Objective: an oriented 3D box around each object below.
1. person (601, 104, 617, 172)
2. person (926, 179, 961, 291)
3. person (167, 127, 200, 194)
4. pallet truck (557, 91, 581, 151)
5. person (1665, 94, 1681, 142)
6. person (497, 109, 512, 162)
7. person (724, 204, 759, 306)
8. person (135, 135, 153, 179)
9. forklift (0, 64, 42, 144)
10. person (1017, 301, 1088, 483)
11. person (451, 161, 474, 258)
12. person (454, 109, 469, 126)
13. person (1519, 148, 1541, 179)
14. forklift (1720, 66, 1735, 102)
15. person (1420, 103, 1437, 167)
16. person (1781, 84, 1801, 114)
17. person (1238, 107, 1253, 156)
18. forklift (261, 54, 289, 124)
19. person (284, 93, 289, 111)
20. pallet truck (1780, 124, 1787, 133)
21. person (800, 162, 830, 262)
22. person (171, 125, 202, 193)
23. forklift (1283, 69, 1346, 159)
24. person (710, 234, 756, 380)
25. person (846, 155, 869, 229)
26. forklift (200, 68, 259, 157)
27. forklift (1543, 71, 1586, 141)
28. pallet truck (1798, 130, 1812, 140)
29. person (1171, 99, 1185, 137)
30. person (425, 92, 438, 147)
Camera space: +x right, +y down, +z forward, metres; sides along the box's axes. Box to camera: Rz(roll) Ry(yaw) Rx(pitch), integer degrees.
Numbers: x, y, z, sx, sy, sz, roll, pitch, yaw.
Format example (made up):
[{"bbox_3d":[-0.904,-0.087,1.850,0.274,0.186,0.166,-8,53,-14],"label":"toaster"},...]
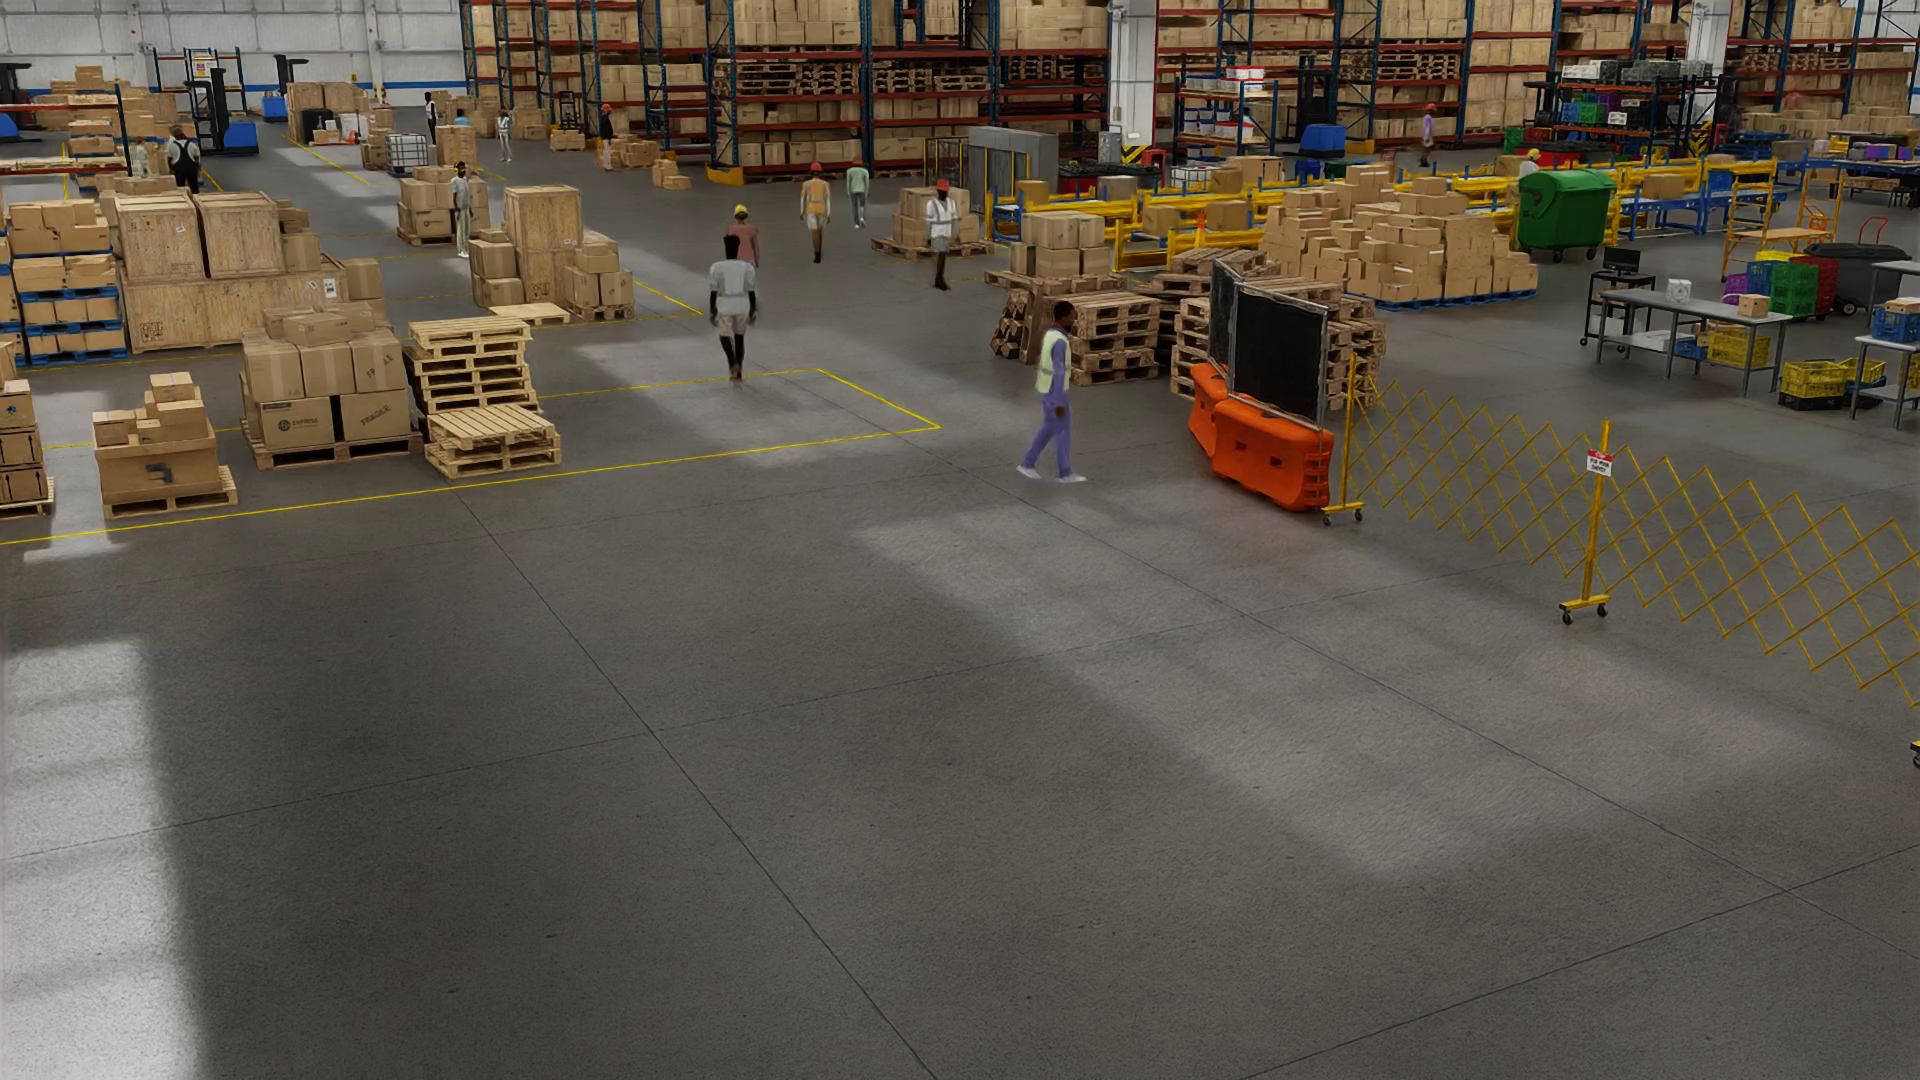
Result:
[{"bbox_3d":[-10.524,-12.002,49.681,0.380,1.995,0.611,-7,19,-22],"label":"person"},{"bbox_3d":[-0.243,-5.306,28.948,0.550,1.907,0.816,-14,22,-37],"label":"person"},{"bbox_3d":[-18.708,-8.948,40.085,0.697,2.000,0.537,-14,23,-37],"label":"person"},{"bbox_3d":[-13.495,-14.412,57.188,0.823,1.965,1.885,-3,18,-9],"label":"pallet truck"},{"bbox_3d":[26.108,-15.299,60.401,0.896,1.724,0.543,-10,20,-28],"label":"person"},{"bbox_3d":[-14.545,-12.915,53.100,0.521,1.638,0.311,9,20,25],"label":"person"},{"bbox_3d":[-3.508,-4.495,26.681,0.541,1.749,0.566,-8,19,-22],"label":"person"},{"bbox_3d":[-21.044,-9.591,42.792,0.863,1.598,0.525,-4,18,-13],"label":"person"},{"bbox_3d":[-34.306,-15.613,59.508,1.129,2.768,1.873,10,20,27],"label":"forklift"},{"bbox_3d":[0.946,-1.513,17.188,0.765,1.892,0.675,-2,18,-6],"label":"person"},{"bbox_3d":[-9.783,-6.522,32.797,0.314,1.869,0.537,6,19,18],"label":"person"},{"bbox_3d":[-15.889,-12.907,53.056,0.890,1.644,0.549,17,24,42],"label":"person"},{"bbox_3d":[12.500,-7.727,36.667,0.805,1.803,0.595,-8,19,-23],"label":"person"},{"bbox_3d":[25.853,-14.772,56.887,1.129,2.768,1.873,-9,20,-26],"label":"forklift"},{"bbox_3d":[14.446,-12.450,51.193,0.471,1.916,0.580,7,19,22],"label":"person"},{"bbox_3d":[31.508,-16.300,63.168,1.040,1.933,0.651,-8,20,-25],"label":"person"},{"bbox_3d":[9.177,-13.105,53.631,0.532,1.679,0.394,-5,19,-16],"label":"person"},{"bbox_3d":[-28.612,-19.104,70.392,1.873,2.768,1.129,-9,20,-26],"label":"forklift"},{"bbox_3d":[-25.511,-16.429,63.584,0.366,1.931,0.542,12,21,33],"label":"person"},{"bbox_3d":[25.206,-12.542,52.601,1.601,1.201,0.680,0,18,-2],"label":"pallet truck"},{"bbox_3d":[-2.799,-6.365,32.290,0.565,1.890,0.995,-5,18,-14],"label":"person"},{"bbox_3d":[-19.706,-9.602,42.352,0.930,1.897,0.646,-13,22,-35],"label":"person"},{"bbox_3d":[11.615,-13.871,54.079,1.129,2.768,1.873,-9,20,-27],"label":"forklift"},{"bbox_3d":[-2.959,-3.022,21.757,0.625,1.945,0.560,-6,19,-18],"label":"person"},{"bbox_3d":[-2.278,-7.751,37.033,0.500,1.621,0.335,-1,18,-5],"label":"person"},{"bbox_3d":[-24.369,-14.147,54.940,1.873,2.768,1.129,-9,20,-26],"label":"forklift"},{"bbox_3d":[18.685,-13.231,52.085,1.873,2.768,1.129,-9,20,-26],"label":"forklift"},{"bbox_3d":[25.526,-11.556,49.408,1.630,1.274,0.653,-9,20,-26],"label":"pallet truck"},{"bbox_3d":[7.772,-14.840,59.113,0.520,1.620,0.341,-6,19,-18],"label":"person"},{"bbox_3d":[-18.588,-14.800,58.542,0.390,1.912,0.589,-12,21,-32],"label":"person"}]
